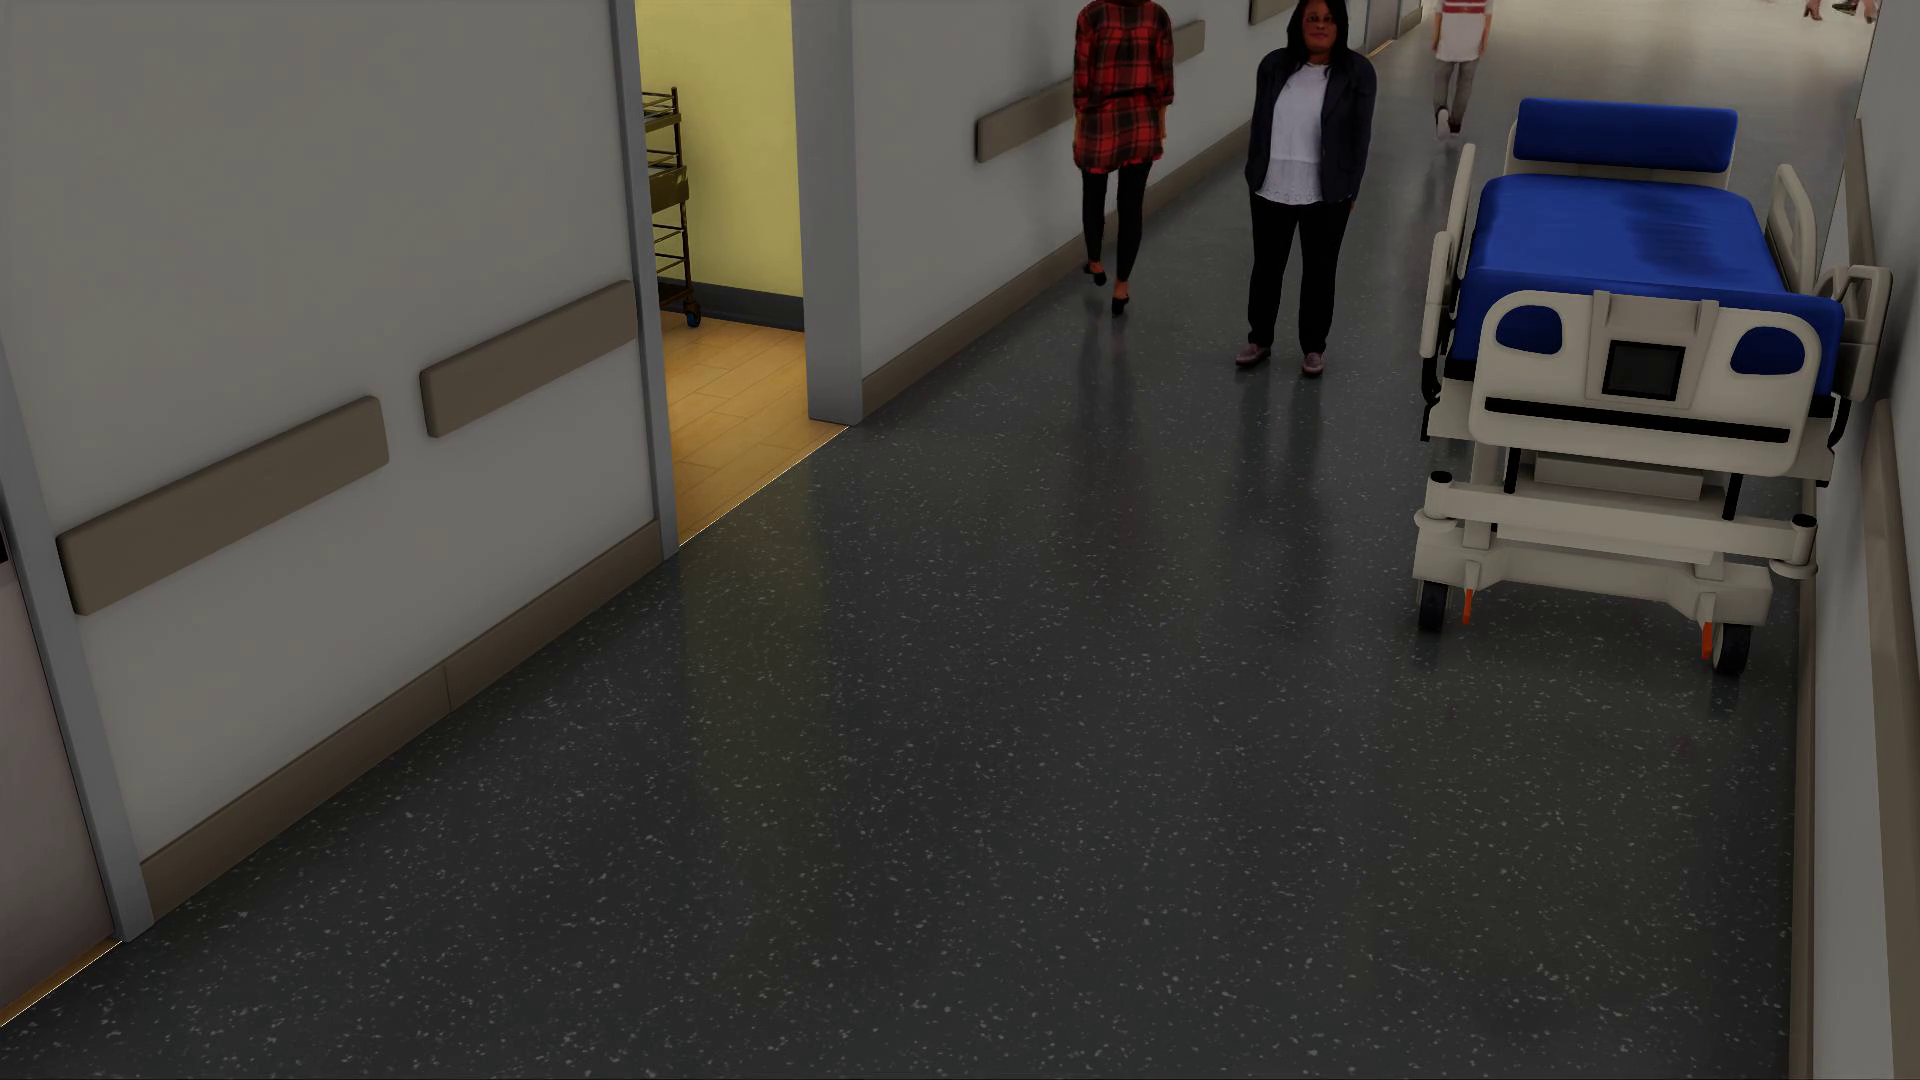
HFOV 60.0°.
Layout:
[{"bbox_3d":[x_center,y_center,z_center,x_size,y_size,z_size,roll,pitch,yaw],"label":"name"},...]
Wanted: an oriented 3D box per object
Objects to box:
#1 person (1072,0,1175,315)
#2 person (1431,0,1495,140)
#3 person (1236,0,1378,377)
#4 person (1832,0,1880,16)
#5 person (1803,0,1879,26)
[{"bbox_3d":[0.740,-1.876,7.688,0.905,1.682,0.882,1,26,2],"label":"person"},{"bbox_3d":[3.347,-3.377,11.099,0.820,1.424,0.675,7,26,13],"label":"person"},{"bbox_3d":[1.444,-1.496,7.005,0.600,1.592,0.729,10,27,19],"label":"person"},{"bbox_3d":[9.096,-5.820,16.108,0.815,1.474,0.591,12,28,22],"label":"person"},{"bbox_3d":[8.391,-5.728,15.625,1.047,1.726,1.220,-13,29,-25],"label":"person"}]
